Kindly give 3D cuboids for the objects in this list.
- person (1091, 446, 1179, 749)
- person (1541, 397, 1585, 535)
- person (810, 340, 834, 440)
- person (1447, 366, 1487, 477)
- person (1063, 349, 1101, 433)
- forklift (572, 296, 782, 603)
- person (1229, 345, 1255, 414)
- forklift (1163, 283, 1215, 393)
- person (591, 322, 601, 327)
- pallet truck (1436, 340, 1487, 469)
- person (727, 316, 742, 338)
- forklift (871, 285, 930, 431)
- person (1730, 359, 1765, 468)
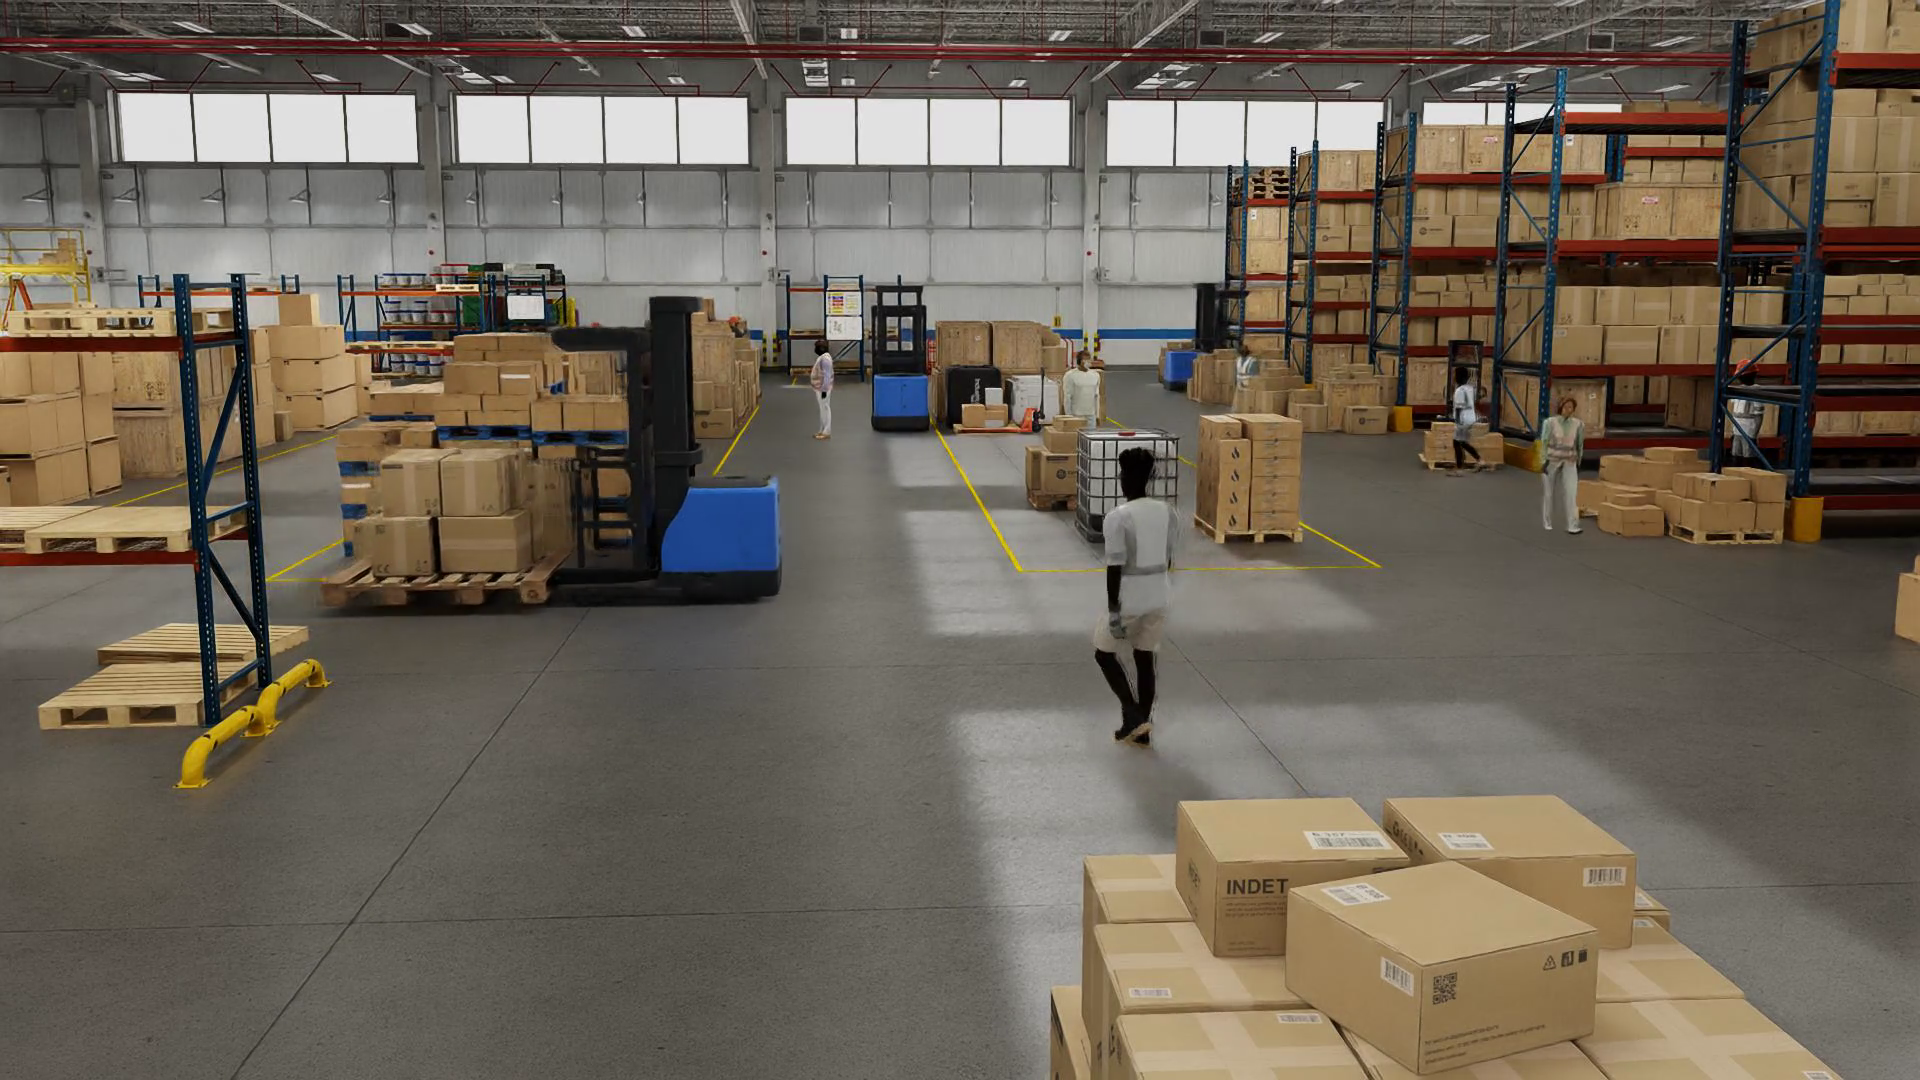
[{"bbox_3d":[1.112,0.373,10.594,0.618,1.949,0.412,-6,11,-32],"label":"person"},{"bbox_3d":[7.042,-0.860,19.436,0.522,1.603,0.779,1,9,5],"label":"person"},{"bbox_3d":[-2.549,-2.776,30.710,0.429,1.842,0.637,-2,9,-11],"label":"person"},{"bbox_3d":[7.583,-1.764,24.857,0.476,1.672,0.562,7,11,37],"label":"person"},{"bbox_3d":[1.802,-1.827,24.451,0.631,1.940,0.372,-6,11,-31],"label":"person"},{"bbox_3d":[-2.641,-0.878,15.543,1.873,2.768,1.129,-1,9,-4],"label":"forklift"},{"bbox_3d":[5.848,-3.230,34.370,0.902,1.577,0.571,-8,12,-42],"label":"person"},{"bbox_3d":[6.242,-5.192,42.634,1.873,2.768,1.129,-1,9,-4],"label":"forklift"},{"bbox_3d":[-8.606,-4.214,39.537,0.799,1.901,0.561,-5,10,-28],"label":"person"},{"bbox_3d":[8.004,-2.170,26.422,0.823,1.965,1.885,2,9,14],"label":"pallet truck"},{"bbox_3d":[-5.690,-4.660,42.057,0.383,1.993,0.622,1,9,5],"label":"person"},{"bbox_3d":[-1.181,-3.601,32.640,1.129,2.768,1.873,-1,9,-4],"label":"forklift"},{"bbox_3d":[10.322,-1.415,21.897,0.368,1.929,0.542,-1,9,-7],"label":"person"}]
